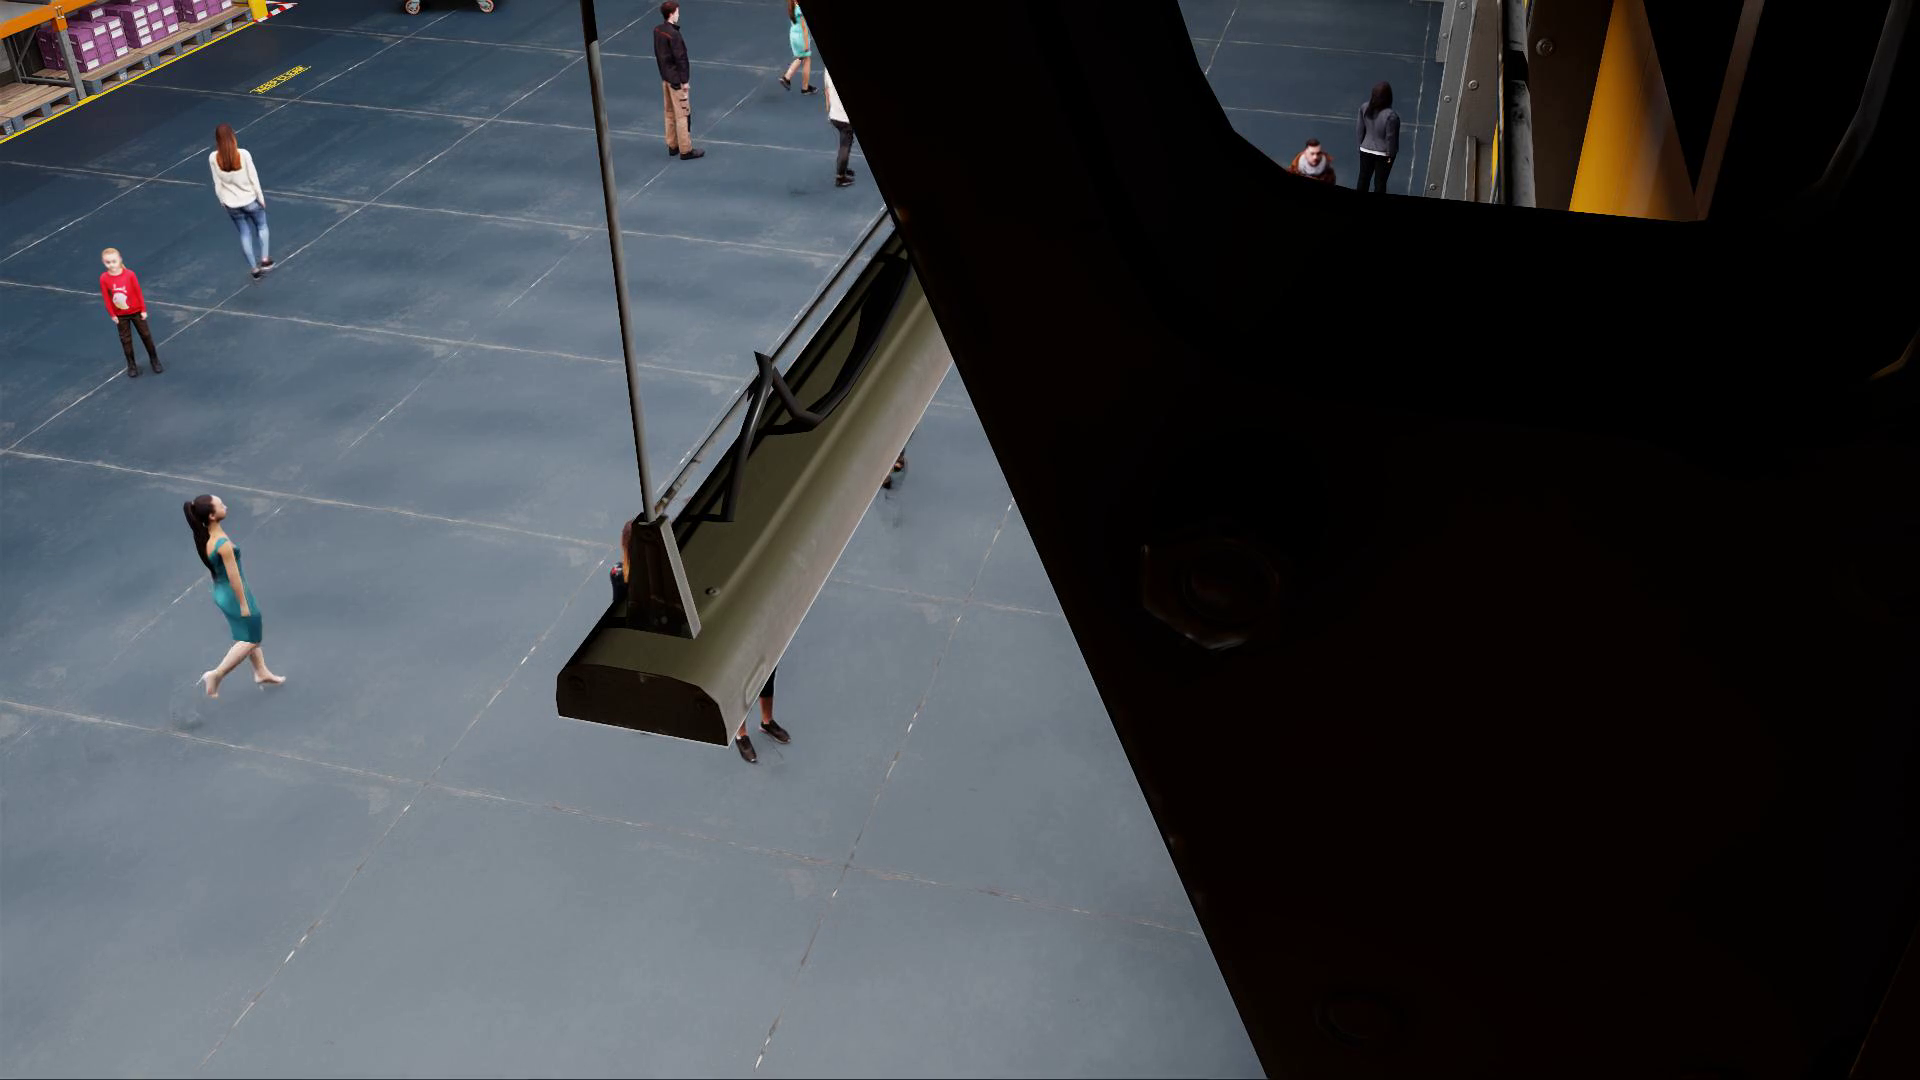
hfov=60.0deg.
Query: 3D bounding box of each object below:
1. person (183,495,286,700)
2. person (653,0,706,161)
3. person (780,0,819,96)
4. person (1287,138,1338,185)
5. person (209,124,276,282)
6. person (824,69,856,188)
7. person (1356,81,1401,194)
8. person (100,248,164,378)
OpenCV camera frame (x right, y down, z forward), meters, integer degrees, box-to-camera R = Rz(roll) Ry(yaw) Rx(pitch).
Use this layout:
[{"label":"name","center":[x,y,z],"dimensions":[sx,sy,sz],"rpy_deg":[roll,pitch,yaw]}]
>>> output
[{"label":"person","center":[-5.131,0.436,11.581],"dimensions":[0.904,1.674,0.772],"rpy_deg":[-29,43,-36]},{"label":"person","center":[-3.533,-5.690,20.575],"dimensions":[0.801,1.921,0.792],"rpy_deg":[-27,42,-34]},{"label":"person","center":[-2.228,-6.797,22.579],"dimensions":[0.882,1.546,0.795],"rpy_deg":[-22,40,-30]},{"label":"person","center":[3.484,-3.238,16.980],"dimensions":[0.924,1.816,1.063],"rpy_deg":[-4,34,-6]},{"label":"person","center":[-7.575,-3.530,17.545],"dimensions":[0.735,1.677,0.752],"rpy_deg":[-6,34,-8]},{"label":"person","center":[-1.454,-5.048,19.803],"dimensions":[0.799,1.706,0.761],"rpy_deg":[-24,41,-32]},{"label":"person","center":[4.770,-4.456,19.011],"dimensions":[0.824,1.598,0.791],"rpy_deg":[-28,43,-35]},{"label":"person","center":[-7.948,-2.191,15.889],"dimensions":[0.565,1.281,0.616],"rpy_deg":[-14,36,-20]}]
